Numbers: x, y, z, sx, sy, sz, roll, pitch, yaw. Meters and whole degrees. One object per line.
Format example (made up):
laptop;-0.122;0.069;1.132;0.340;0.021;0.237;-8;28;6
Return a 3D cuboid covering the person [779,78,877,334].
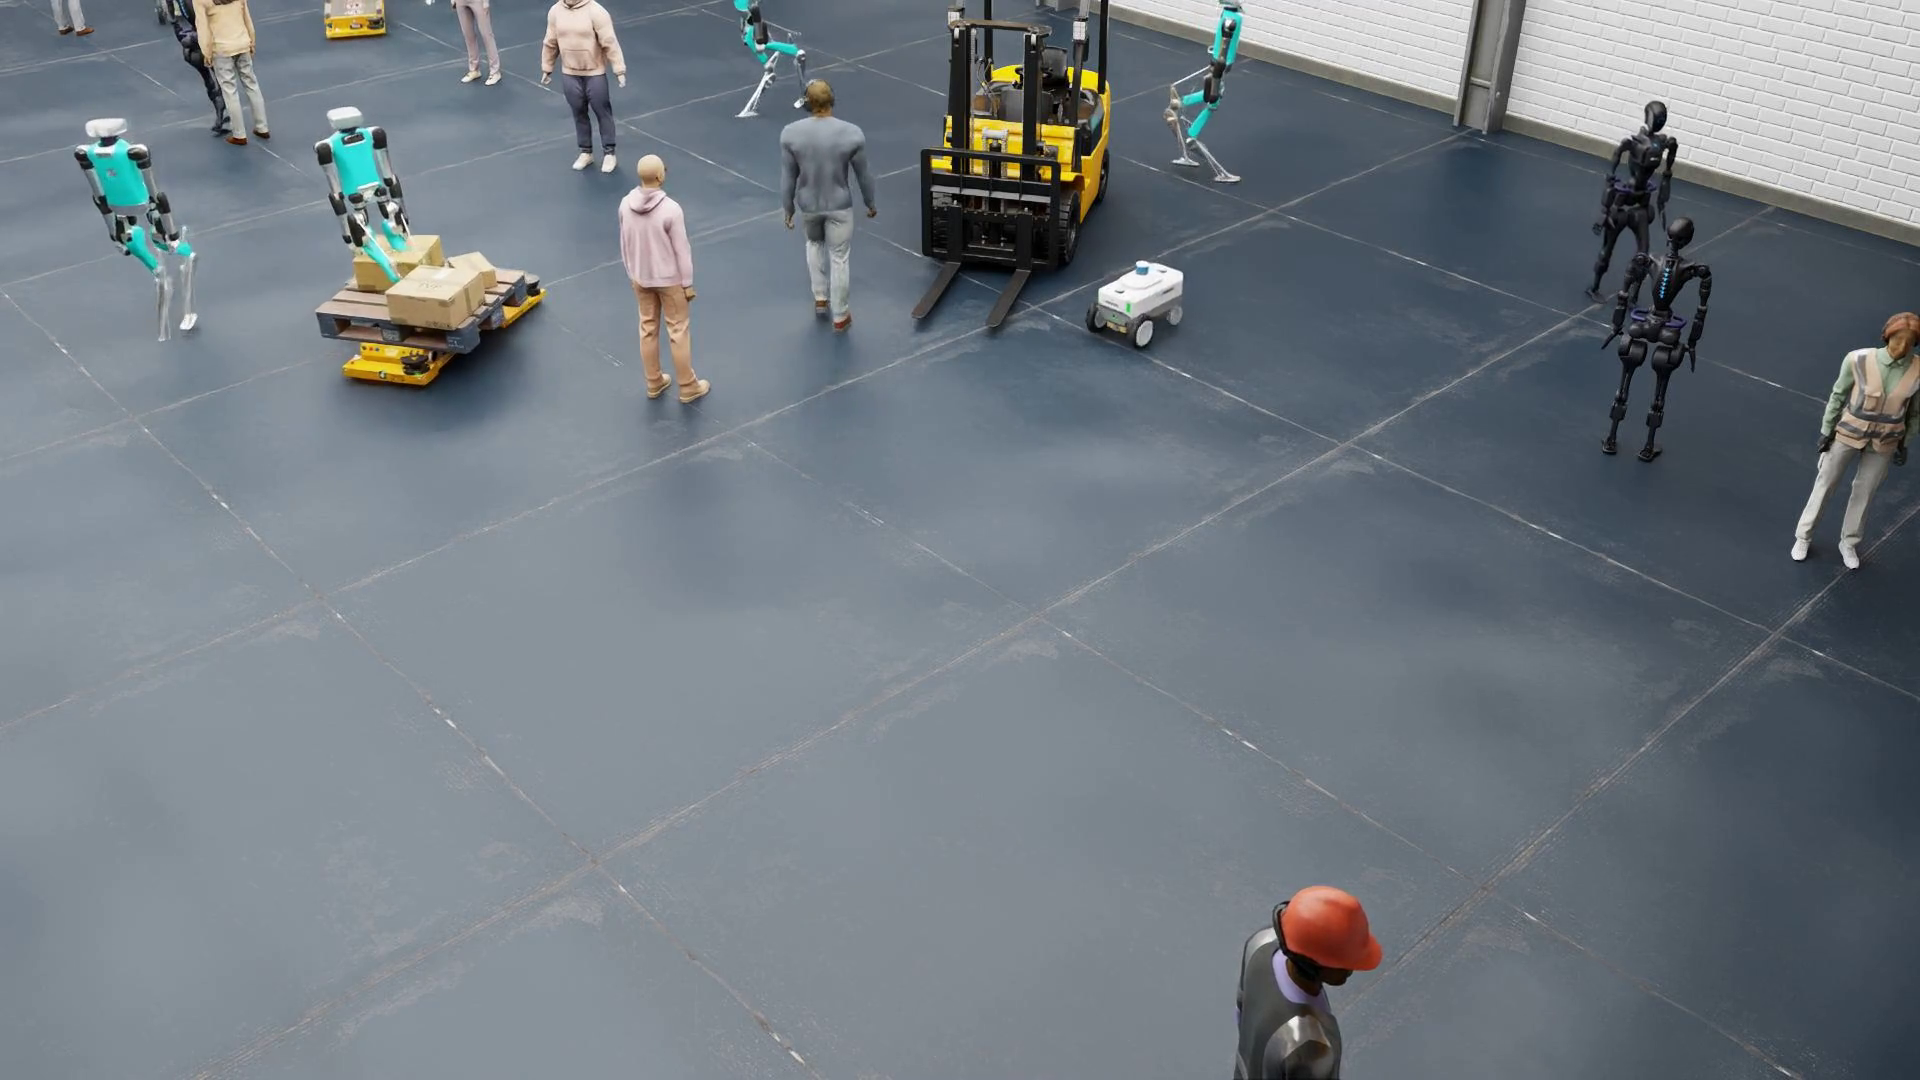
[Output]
person;-0.973;-2.540;12.564;0.698;1.916;0.662;2;33;3

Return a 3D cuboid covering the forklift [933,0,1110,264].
forklift;0.570;-3.725;14.138;1.214;2.155;2.313;9;34;13

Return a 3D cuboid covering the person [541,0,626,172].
person;-3.474;-4.356;15.414;0.809;1.858;0.438;6;34;9

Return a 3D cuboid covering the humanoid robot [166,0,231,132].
humanoid robot;-7.426;-4.856;16.361;0.600;1.644;0.606;6;34;9

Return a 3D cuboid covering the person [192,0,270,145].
person;-7.028;-4.746;16.007;0.402;1.870;0.559;22;39;30

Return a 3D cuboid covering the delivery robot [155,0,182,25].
delivery robot;-9.367;-6.509;19.929;0.499;0.610;0.804;-10;34;-15

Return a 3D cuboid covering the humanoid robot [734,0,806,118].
humanoid robot;-1.837;-5.152;16.787;1.001;1.774;0.530;-15;36;-22

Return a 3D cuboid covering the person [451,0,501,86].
person;-5.186;-5.702;17.572;0.513;1.758;0.333;13;35;19

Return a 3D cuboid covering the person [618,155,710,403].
person;-2.090;-1.792;11.538;0.524;1.783;0.407;13;35;19

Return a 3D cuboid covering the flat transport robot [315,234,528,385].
flat transport robot;-4.031;-1.598;12.630;0.659;0.231;1.431;7;34;11

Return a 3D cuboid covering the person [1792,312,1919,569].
person;5.338;-0.589;9.815;0.515;1.644;0.306;10;34;14

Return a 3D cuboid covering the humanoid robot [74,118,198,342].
humanoid robot;-6.029;-2.351;12.453;0.574;1.800;0.772;2;33;4

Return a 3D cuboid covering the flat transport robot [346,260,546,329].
flat transport robot;-4.088;-1.969;13.199;1.431;0.231;0.659;10;34;15

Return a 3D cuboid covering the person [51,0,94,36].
person;-10.361;-6.621;19.089;0.471;1.640;0.344;3;33;5

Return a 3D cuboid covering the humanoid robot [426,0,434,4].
humanoid robot;-6.695;-7.422;20.258;0.537;1.787;0.822;-4;33;-6

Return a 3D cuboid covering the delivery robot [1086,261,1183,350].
delivery robot;1.364;-1.822;12.729;0.499;0.614;0.812;28;42;36

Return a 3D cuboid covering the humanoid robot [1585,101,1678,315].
humanoid robot;5.193;-2.549;12.805;0.585;1.641;0.606;-6;34;-10

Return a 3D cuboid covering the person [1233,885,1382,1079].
person;1.104;1.927;5.589;0.378;2.038;0.614;-5;33;-7

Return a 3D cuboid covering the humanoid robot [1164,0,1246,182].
humanoid robot;2.196;-4.136;15.208;0.900;1.778;0.547;8;34;12

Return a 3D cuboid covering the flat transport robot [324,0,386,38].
flat transport robot;-7.209;-6.280;19.825;0.659;0.231;1.431;-9;34;-14

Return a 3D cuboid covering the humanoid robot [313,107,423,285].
humanoid robot;-4.263;-2.255;12.304;0.550;1.789;0.733;-26;41;-34

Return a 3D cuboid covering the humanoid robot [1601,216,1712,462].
humanoid robot;4.541;-1.327;10.908;0.599;1.657;0.315;17;37;25
